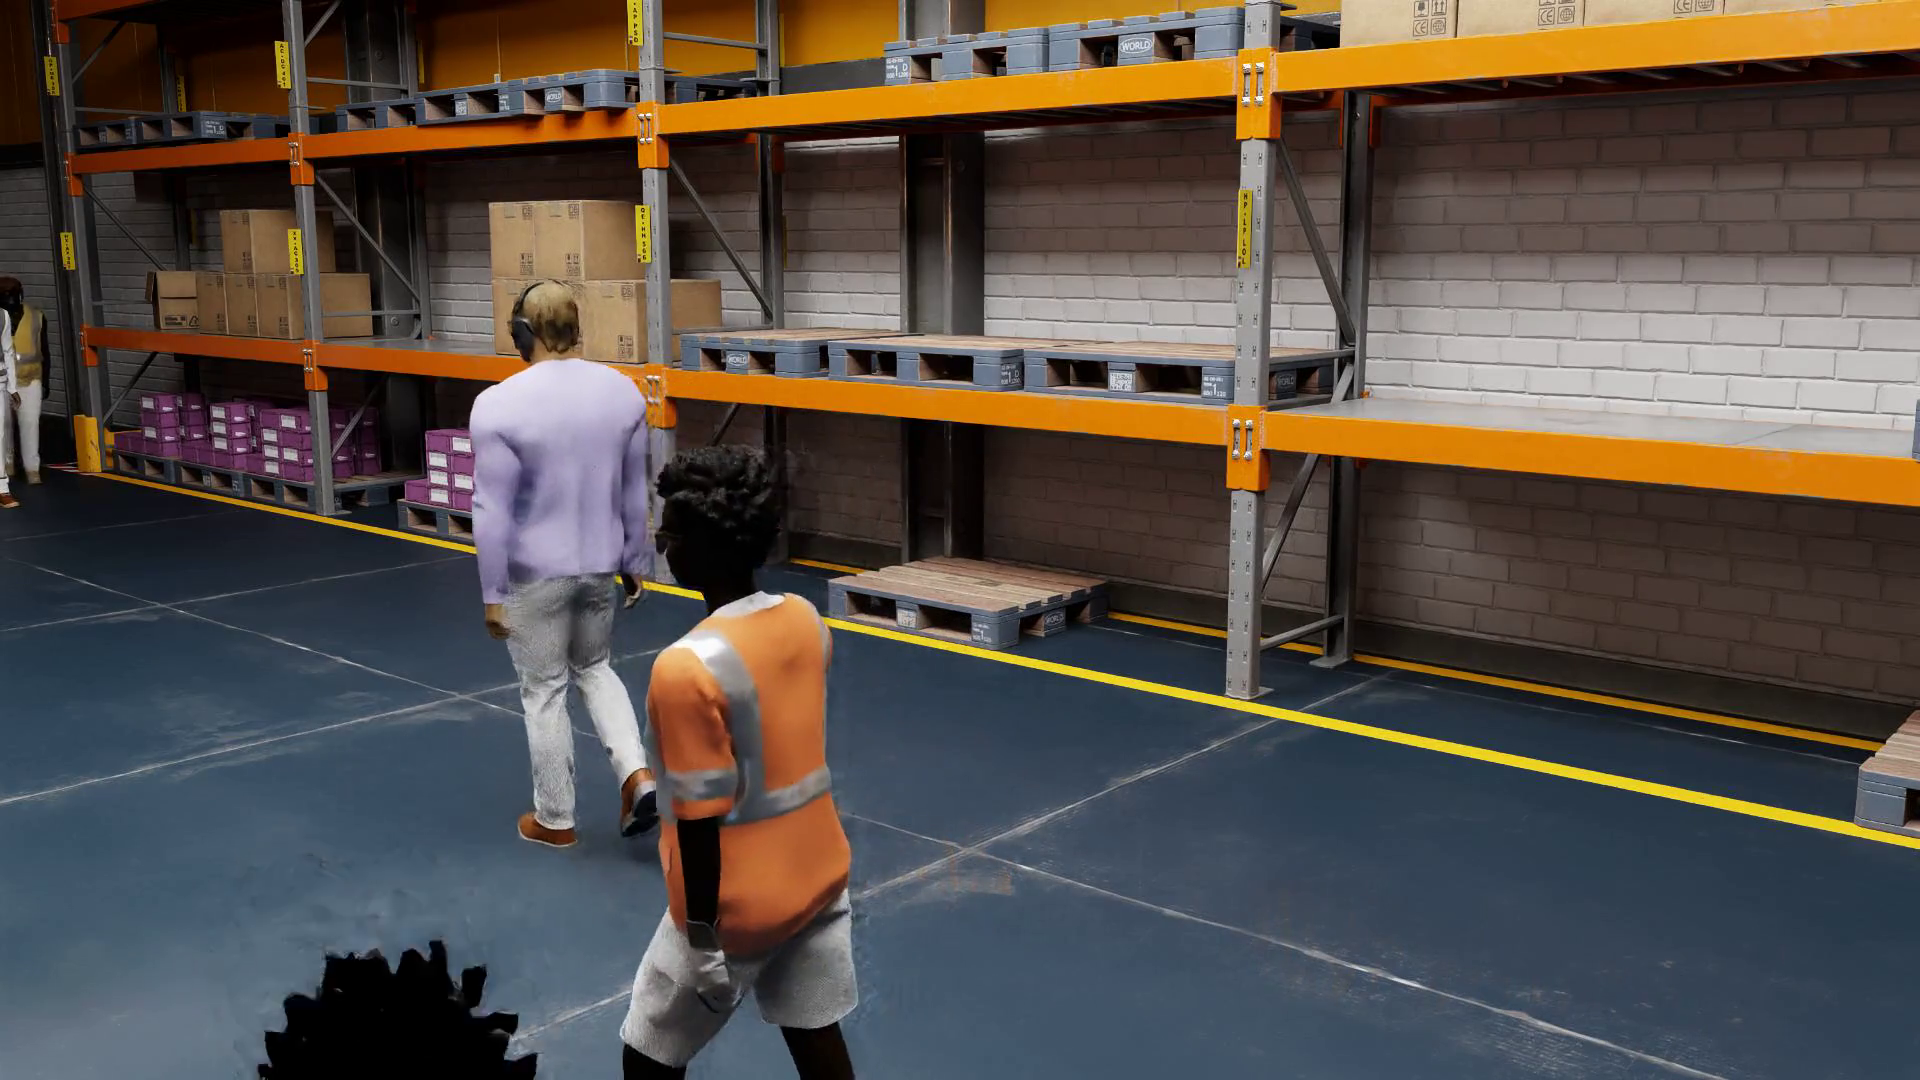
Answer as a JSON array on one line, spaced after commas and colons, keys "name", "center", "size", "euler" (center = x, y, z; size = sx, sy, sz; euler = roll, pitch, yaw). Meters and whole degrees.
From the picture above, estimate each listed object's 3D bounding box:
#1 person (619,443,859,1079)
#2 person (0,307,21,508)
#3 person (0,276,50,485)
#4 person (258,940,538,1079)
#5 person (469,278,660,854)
[{"name": "person", "center": [-0.478, 0.652, 3.147], "size": [0.792, 1.666, 0.547], "euler": [5, 11, 26]}, {"name": "person", "center": [-7.586, -1.163, 12.849], "size": [0.337, 1.882, 0.583], "euler": [8, 13, 39]}, {"name": "person", "center": [-8.280, -1.402, 14.508], "size": [0.639, 1.791, 0.995], "euler": [-7, 12, -35]}, {"name": "person", "center": [-0.345, 1.027, 1.024], "size": [0.550, 1.646, 0.859], "euler": [0, 10, -2]}, {"name": "person", "center": [-1.287, 0.113, 5.454], "size": [0.536, 1.928, 0.646], "euler": [9, 14, 43]}]
